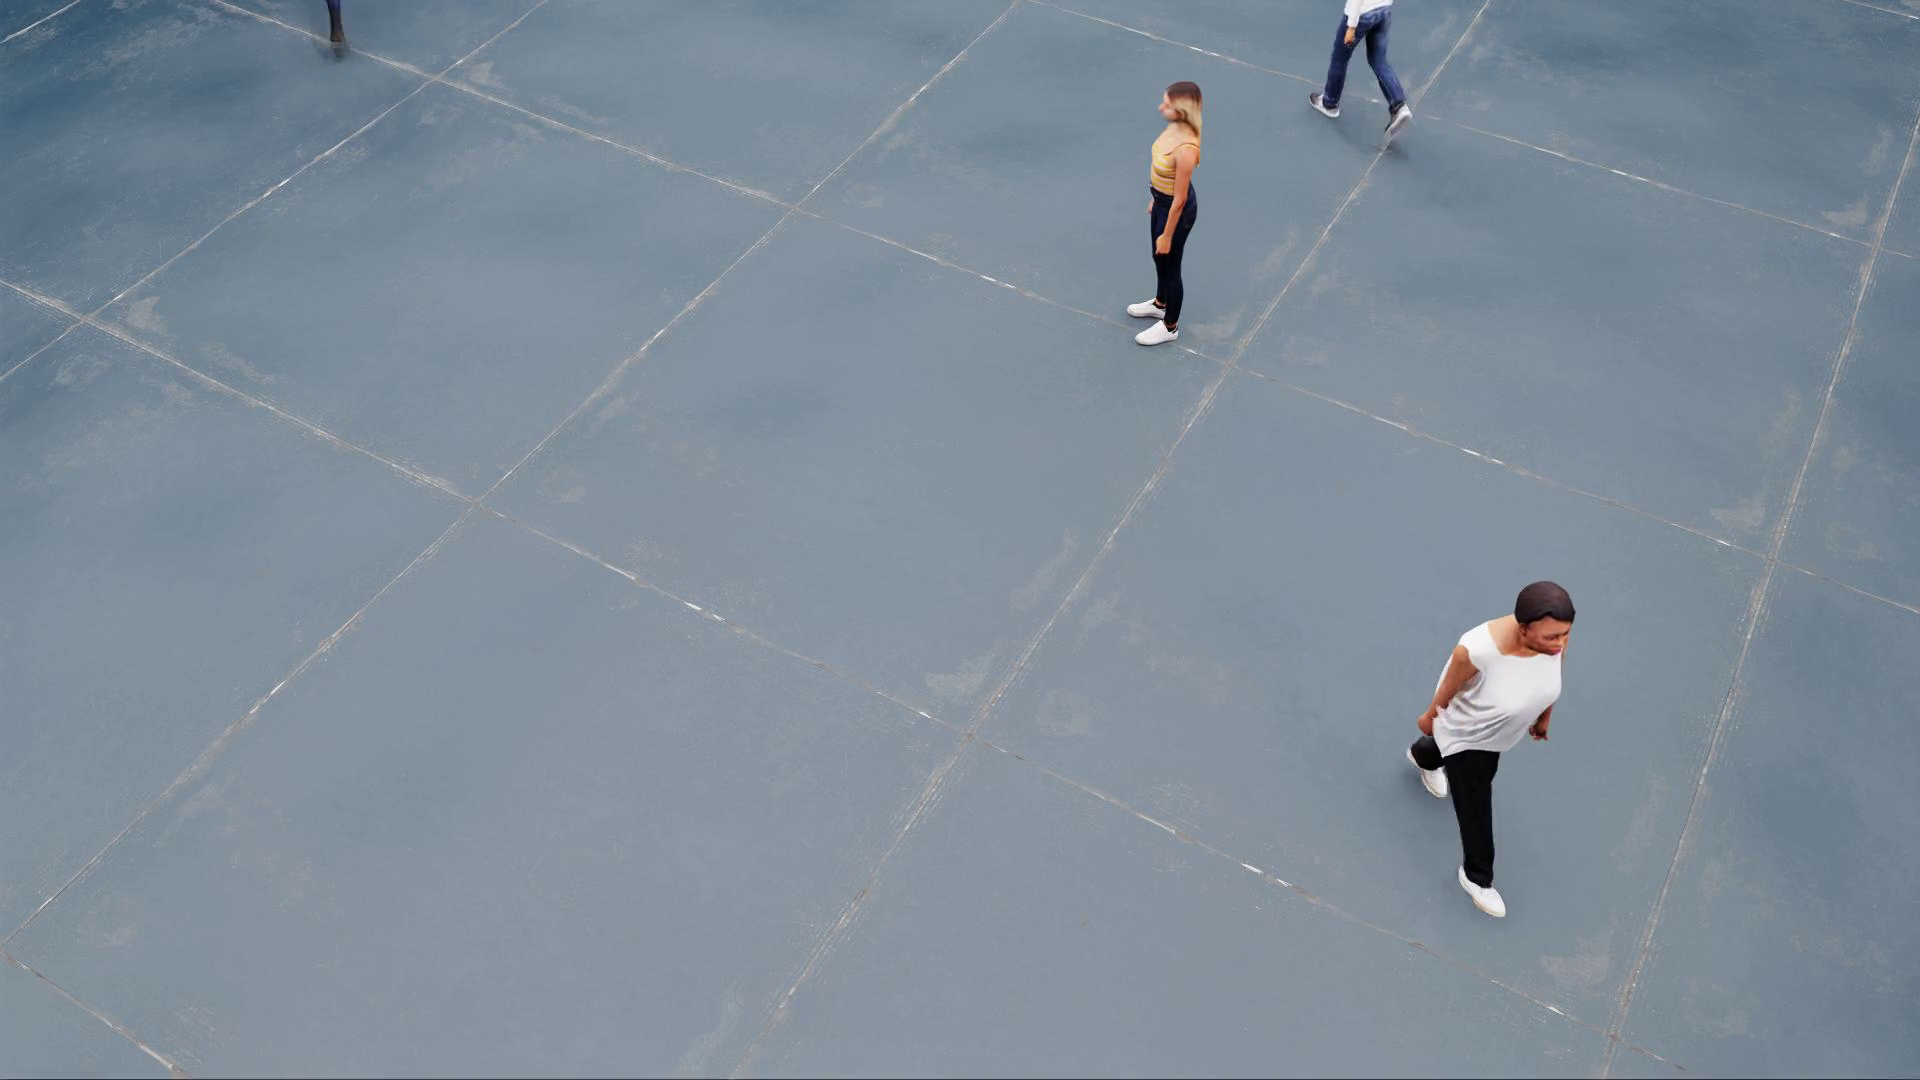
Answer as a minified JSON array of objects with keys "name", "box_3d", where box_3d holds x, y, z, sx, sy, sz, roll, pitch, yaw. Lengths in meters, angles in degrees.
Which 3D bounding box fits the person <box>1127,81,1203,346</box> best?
[{"name":"person","box_3d":[1.160,-1.793,9.116,0.681,1.629,0.652,-3,47,-3]}]

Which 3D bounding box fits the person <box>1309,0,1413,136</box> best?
[{"name":"person","box_3d":[2.642,-3.280,10.552,0.829,1.539,1.067,-25,52,-22]}]

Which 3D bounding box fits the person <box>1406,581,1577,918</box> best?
[{"name":"person","box_3d":[2.122,0.689,6.811,1.055,1.644,1.211,-19,50,-17]}]
